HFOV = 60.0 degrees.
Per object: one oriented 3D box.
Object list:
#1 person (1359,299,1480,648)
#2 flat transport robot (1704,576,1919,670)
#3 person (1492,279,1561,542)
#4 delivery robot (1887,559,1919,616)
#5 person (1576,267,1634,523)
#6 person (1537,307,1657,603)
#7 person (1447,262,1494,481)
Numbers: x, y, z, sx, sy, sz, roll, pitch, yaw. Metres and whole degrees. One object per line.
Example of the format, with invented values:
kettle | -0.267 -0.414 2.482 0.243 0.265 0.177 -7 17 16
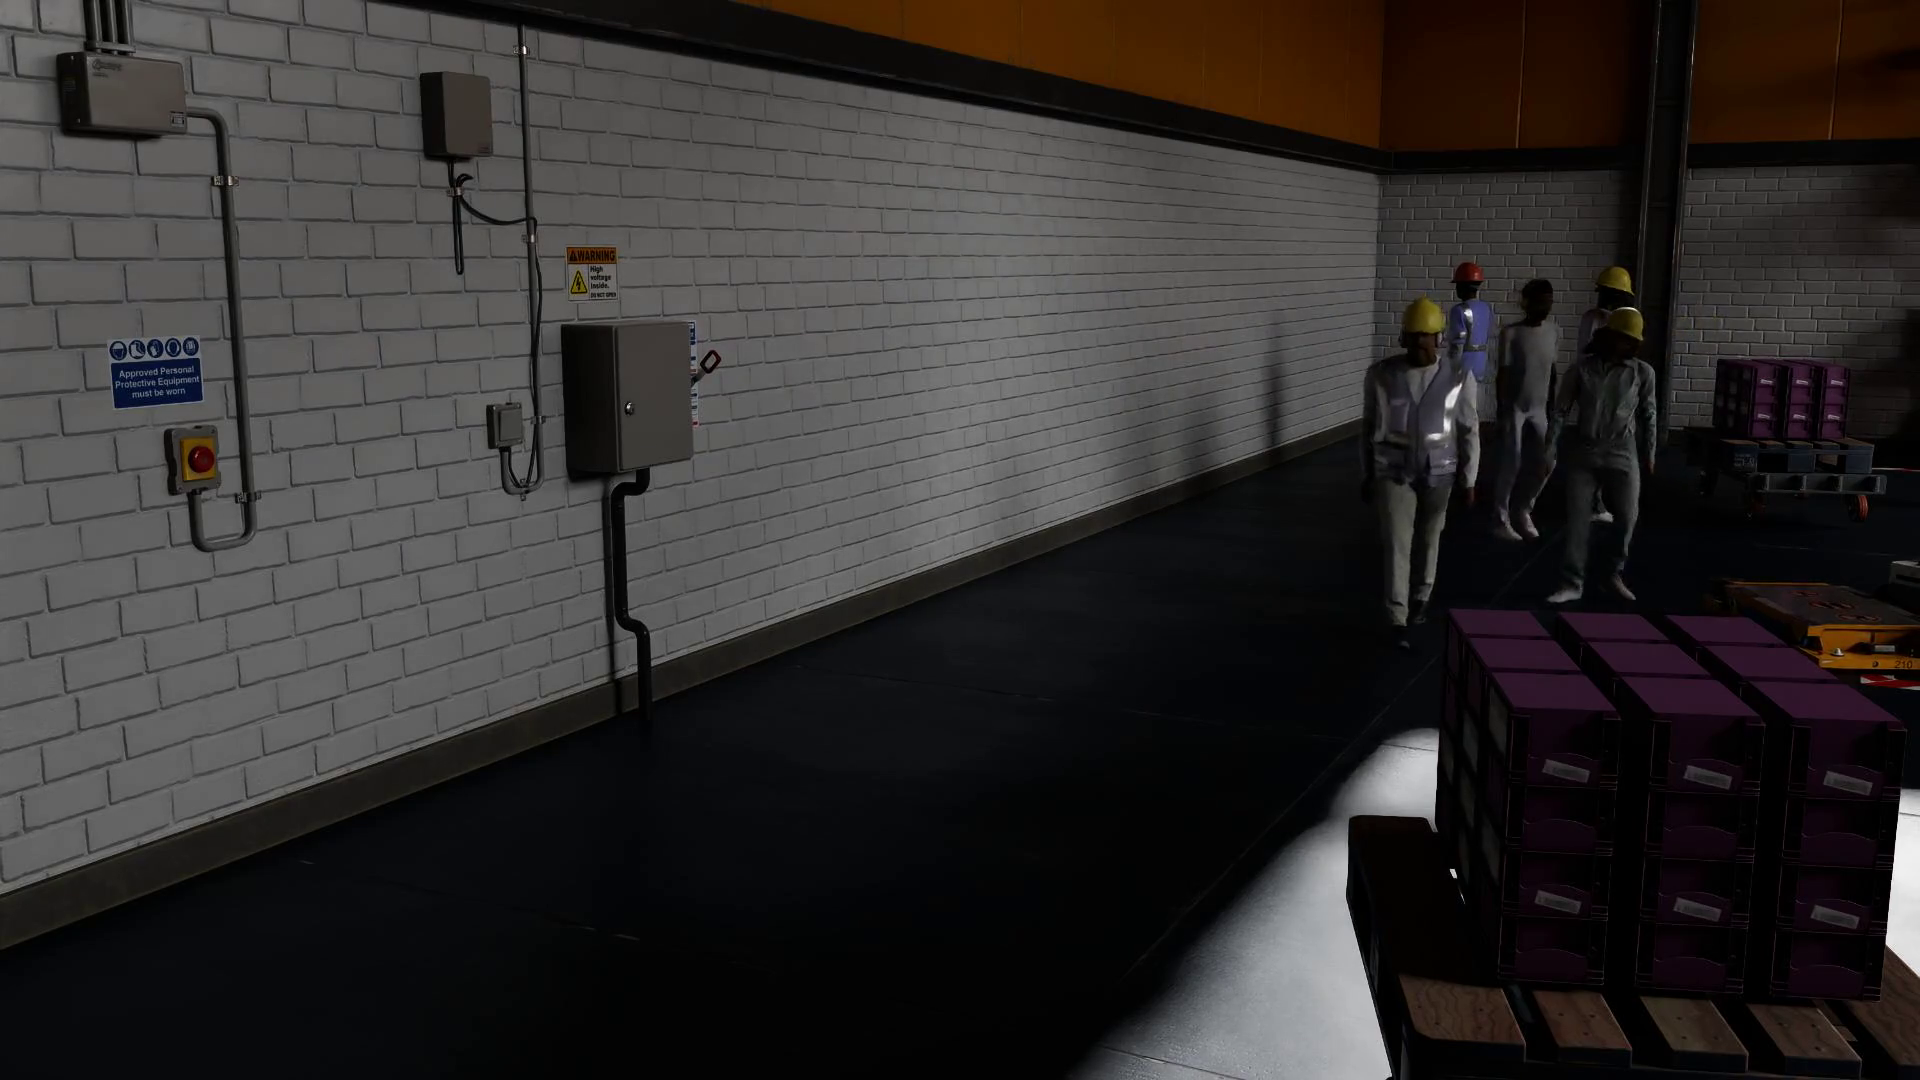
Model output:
person | 2.424 -0.378 8.803 0.607 1.792 0.915 2 10 13
flat transport robot | 4.453 0.414 8.595 0.652 0.197 1.431 1 10 3
person | 3.971 -0.896 11.644 0.603 1.840 0.460 -3 10 -17
delivery robot | 5.217 0.211 8.680 0.707 0.478 0.477 -4 11 -22
person | 4.837 -1.090 12.544 0.378 1.918 0.585 0 10 0
person | 3.659 -0.474 9.566 0.625 1.725 0.409 4 11 21
person | 4.481 -1.492 14.809 0.551 1.936 0.357 -8 13 -40
